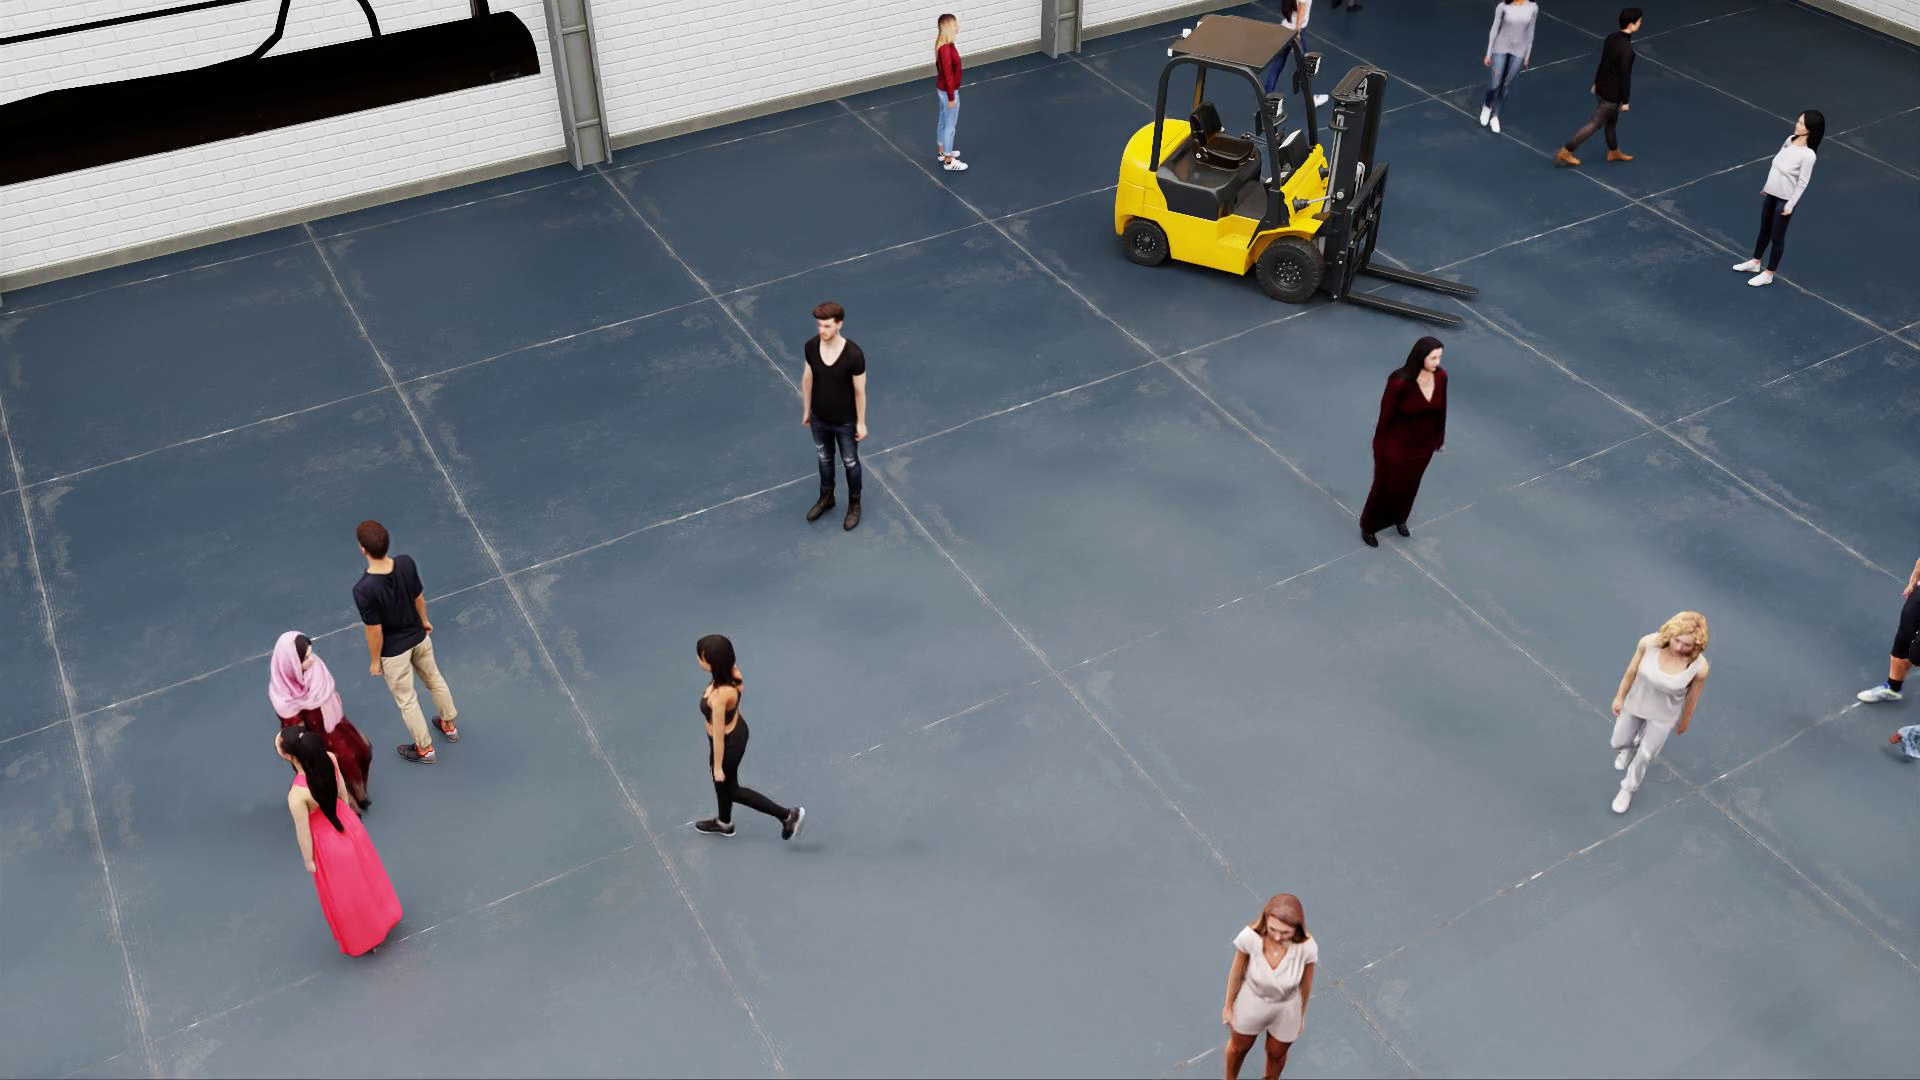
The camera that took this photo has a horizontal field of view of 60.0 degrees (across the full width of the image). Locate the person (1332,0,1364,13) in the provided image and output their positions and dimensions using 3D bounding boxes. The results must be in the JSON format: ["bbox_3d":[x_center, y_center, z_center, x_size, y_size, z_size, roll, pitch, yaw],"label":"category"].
[{"bbox_3d":[4.916,-7.511,20.747,0.636,1.779,0.594,29,47,31],"label":"person"}]

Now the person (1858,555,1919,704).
[{"bbox_3d":[6.467,0.372,10.830,0.926,1.836,0.821,-8,39,-10],"label":"person"}]

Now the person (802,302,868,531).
[{"bbox_3d":[-0.931,-0.949,12.435,0.764,1.896,0.793,14,41,17],"label":"person"}]

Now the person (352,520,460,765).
[{"bbox_3d":[-3.512,0.645,10.472,0.783,1.857,0.652,20,43,23],"label":"person"}]

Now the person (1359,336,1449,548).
[{"bbox_3d":[3.273,-0.775,12.335,0.558,1.749,0.777,-14,41,-17],"label":"person"}]

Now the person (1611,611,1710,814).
[{"bbox_3d":[4.298,0.977,10.225,0.757,1.645,0.887,29,47,31],"label":"person"}]

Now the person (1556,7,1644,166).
[{"bbox_3d":[6.672,-4.650,17.239,1.194,1.685,0.998,-1,39,-1],"label":"person"}]

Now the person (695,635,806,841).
[{"bbox_3d":[-1.310,1.232,9.922,1.023,1.625,0.883,3,39,4],"label":"person"}]

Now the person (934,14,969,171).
[{"bbox_3d":[-0.122,-4.679,17.315,0.635,1.635,0.663,-8,39,-10],"label":"person"}]

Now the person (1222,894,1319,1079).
[{"bbox_3d":[1.563,2.366,8.445,0.658,1.697,0.725,8,39,9],"label":"person"}]

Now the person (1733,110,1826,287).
[{"bbox_3d":[7.620,-3.179,15.385,0.682,1.700,0.693,-5,39,-6],"label":"person"}]

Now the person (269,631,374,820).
[{"bbox_3d":[-3.972,1.140,10.049,0.845,1.610,0.786,6,39,8],"label":"person"}]

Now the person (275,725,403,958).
[{"bbox_3d":[-3.490,1.676,9.288,0.765,1.724,0.708,9,39,11],"label":"person"}]

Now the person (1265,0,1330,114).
[{"bbox_3d":[3.546,-5.476,18.224,1.065,1.747,0.740,-12,40,-15],"label":"person"}]

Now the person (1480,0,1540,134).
[{"bbox_3d":[5.921,-5.312,18.034,0.713,1.727,0.801,1,39,2],"label":"person"}]
